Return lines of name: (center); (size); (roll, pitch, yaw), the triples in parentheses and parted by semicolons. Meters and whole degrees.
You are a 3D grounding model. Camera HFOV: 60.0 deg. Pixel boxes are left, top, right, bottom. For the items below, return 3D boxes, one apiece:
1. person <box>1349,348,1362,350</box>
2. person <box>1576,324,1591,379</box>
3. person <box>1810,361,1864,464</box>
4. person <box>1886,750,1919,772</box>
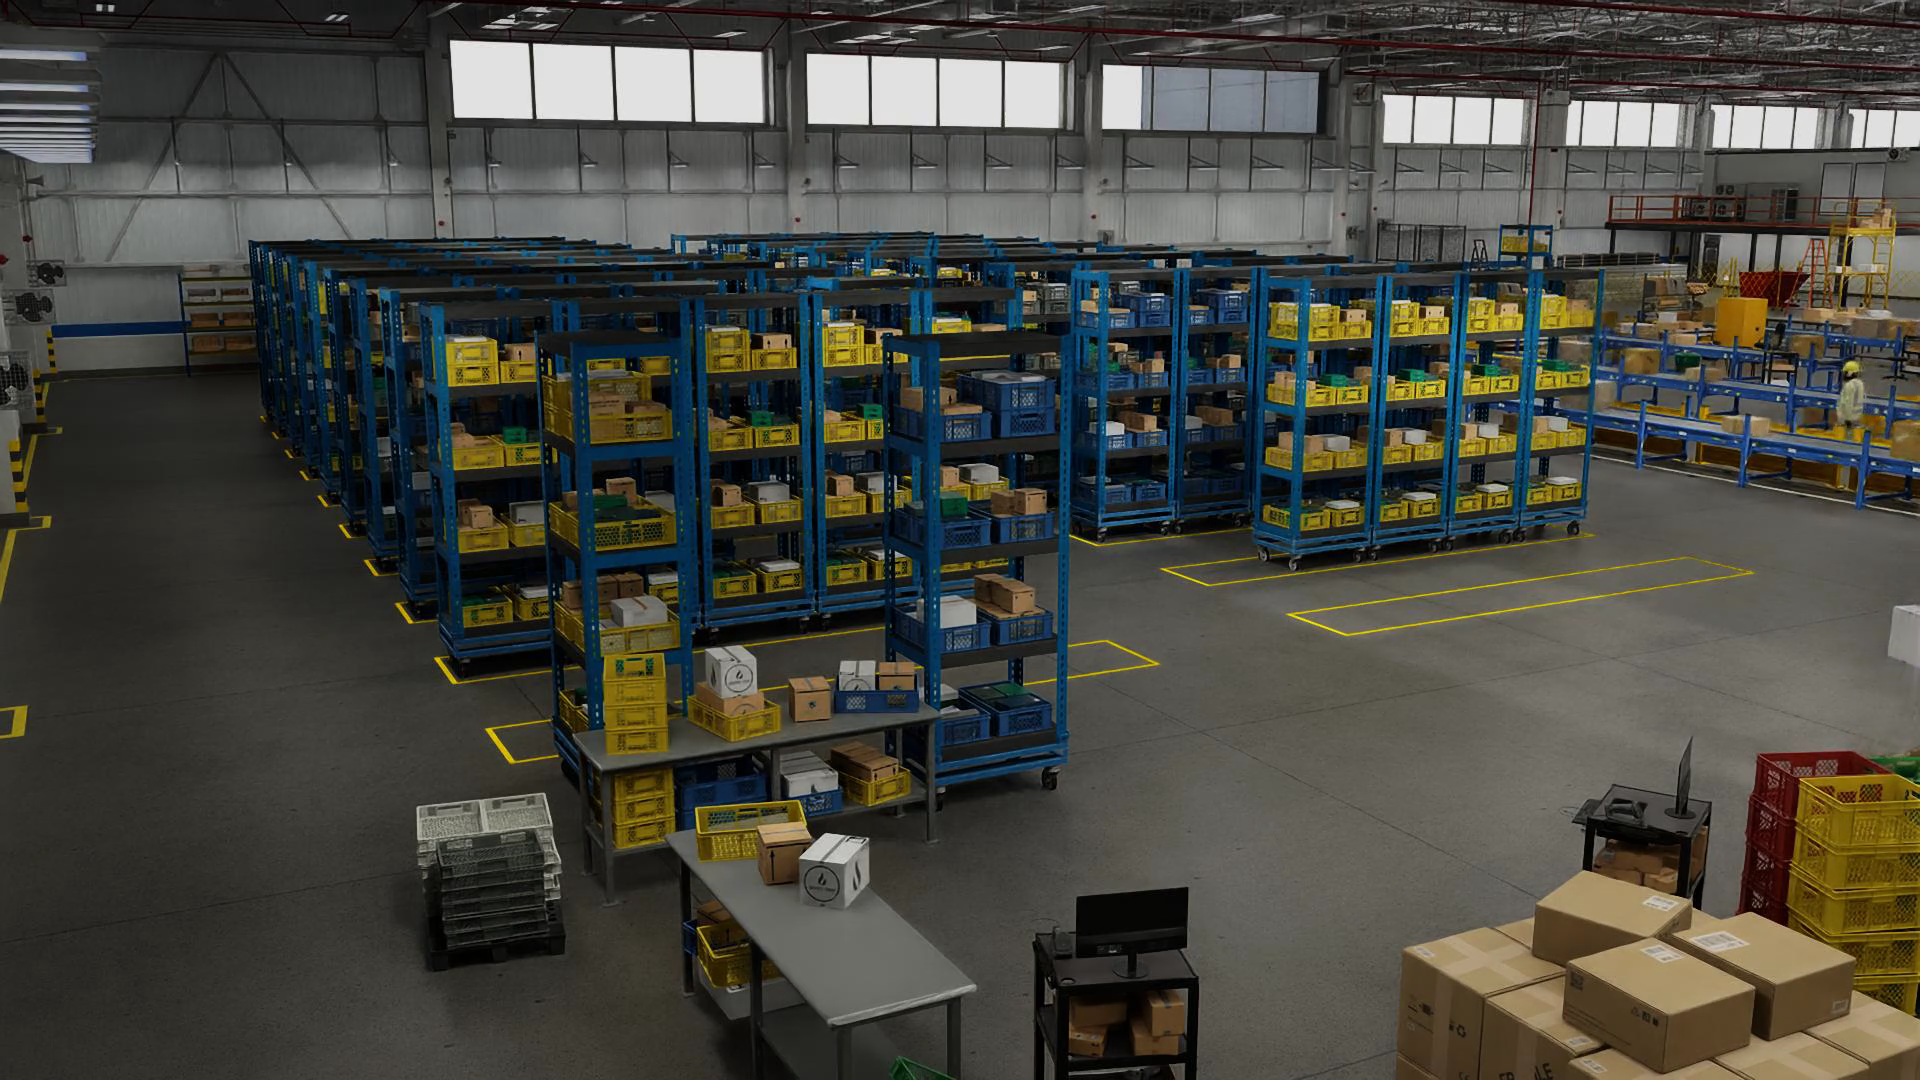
person: (7.535, -3.067, 32.155); (0.410, 1.906, 0.642); (11, 16, 41)
person: (14.664, -4.466, 39.448); (0.506, 1.591, 0.843); (-9, 15, -37)
person: (14.964, -2.112, 27.977); (0.611, 1.789, 0.942); (-11, 16, -42)
person: (7.516, 1.083, 12.473); (0.625, 2.024, 0.765); (-10, 16, -39)
